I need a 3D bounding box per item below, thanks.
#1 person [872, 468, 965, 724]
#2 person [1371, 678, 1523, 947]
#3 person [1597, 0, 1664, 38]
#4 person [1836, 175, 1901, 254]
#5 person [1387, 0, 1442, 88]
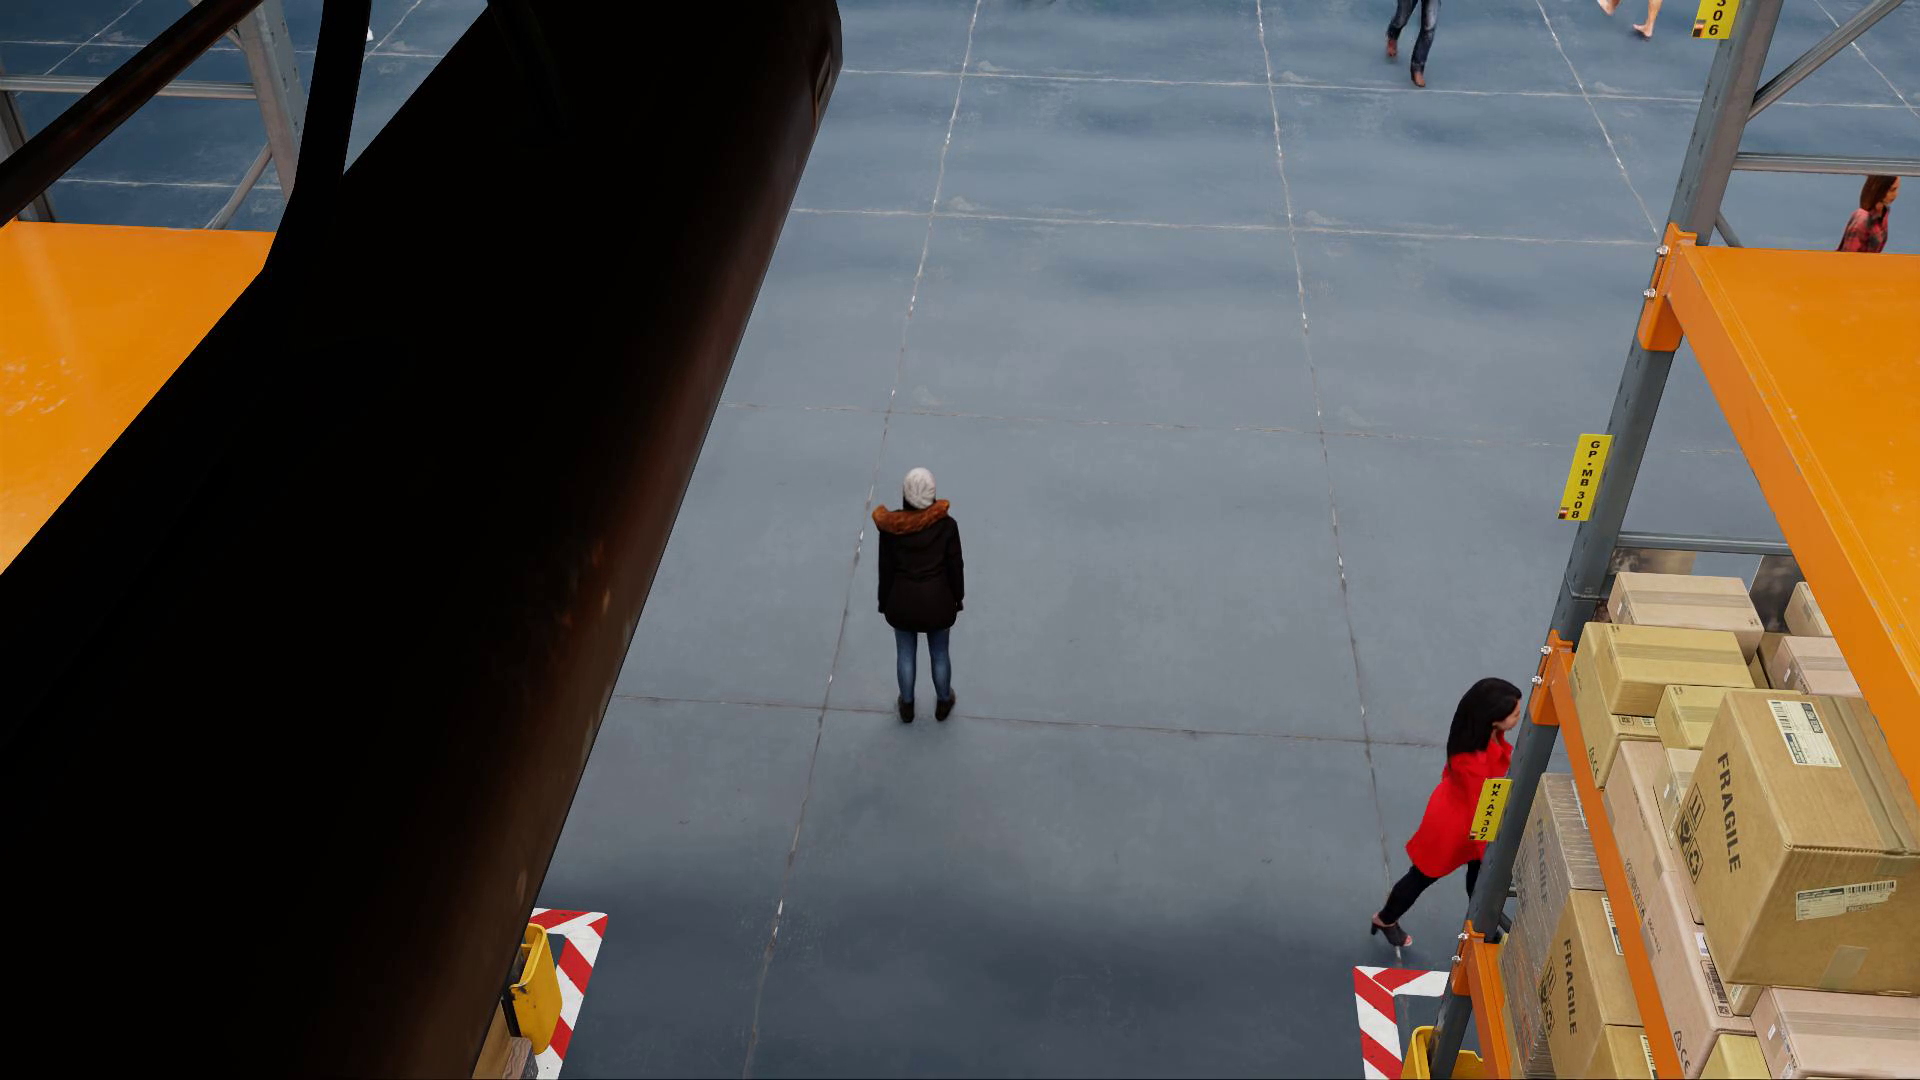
[{"bbox_3d":[-0.209,0.301,8.787,0.649,1.634,0.618,-1,38,-1],"label":"person"},{"bbox_3d":[2.137,1.276,7.471,0.803,1.719,0.907,13,40,16],"label":"person"},{"bbox_3d":[6.991,-5.942,16.630,0.880,1.802,1.185,-9,39,-11],"label":"person"},{"bbox_3d":[6.048,-1.762,11.368,0.767,1.702,0.685,30,47,33],"label":"person"},{"bbox_3d":[4.378,-5.356,15.816,0.813,1.882,1.181,0,38,-1],"label":"person"}]
